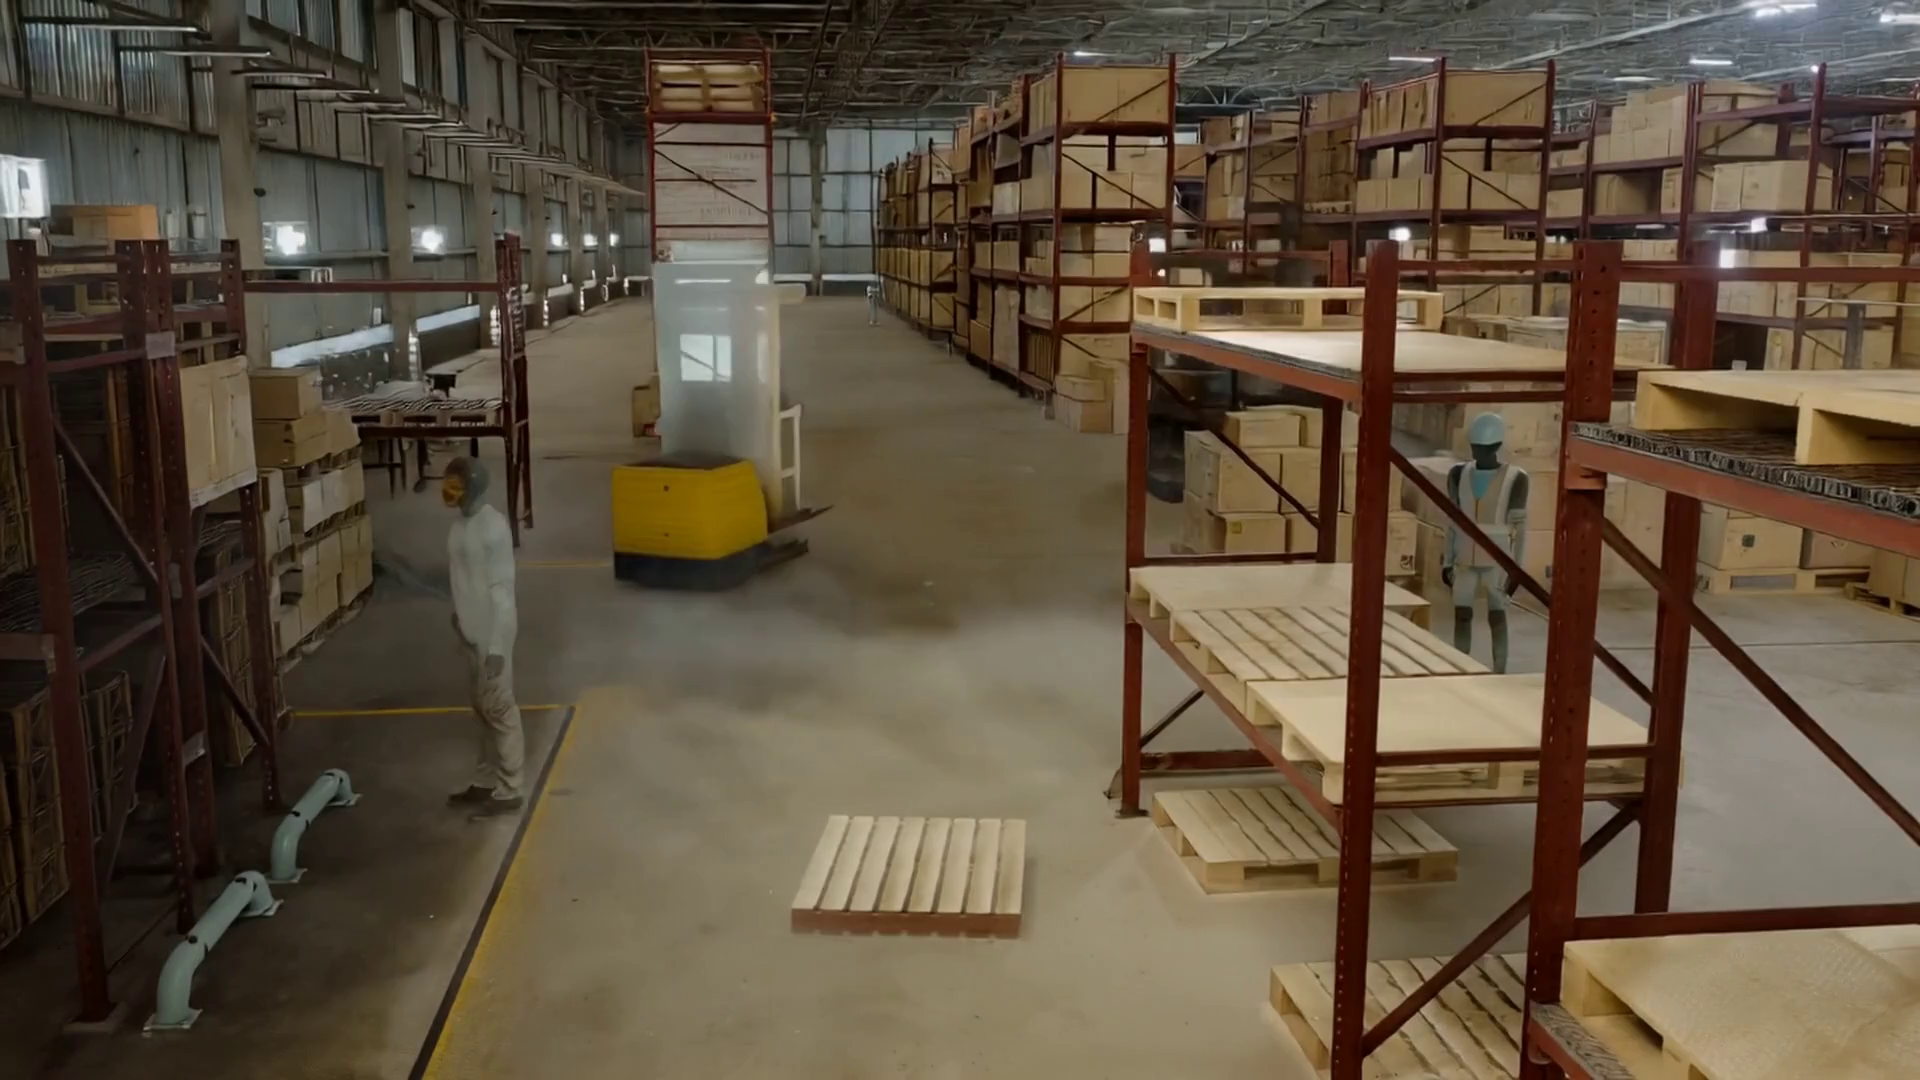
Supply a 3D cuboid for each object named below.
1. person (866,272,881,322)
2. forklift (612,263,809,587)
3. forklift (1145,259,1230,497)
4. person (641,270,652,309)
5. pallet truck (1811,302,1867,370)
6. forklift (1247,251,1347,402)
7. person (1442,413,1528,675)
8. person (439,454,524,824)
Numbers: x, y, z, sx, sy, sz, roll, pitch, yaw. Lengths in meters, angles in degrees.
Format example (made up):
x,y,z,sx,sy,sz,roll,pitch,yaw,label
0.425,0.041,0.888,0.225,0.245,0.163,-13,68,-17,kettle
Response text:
x,y,z,sx,sy,sz,roll,pitch,yaw,label
-3.208,-9.012,61.746,0.570,1.840,0.372,-2,10,-9,person
-2.278,-1.103,15.048,1.129,2.768,1.873,3,11,18,forklift
2.754,-2.037,20.219,1.129,2.768,1.873,-1,10,-6,forklift
-13.847,-11.116,73.725,0.566,1.719,0.848,3,11,18,person
15.846,-3.142,28.793,1.885,1.965,0.823,2,10,12,pallet truck
6.387,-3.999,31.093,1.873,2.768,1.129,4,11,20,forklift
3.402,0.129,10.876,0.542,1.928,0.399,9,13,40,person
-2.509,0.507,8.731,0.359,1.936,0.640,-7,12,-33,person
